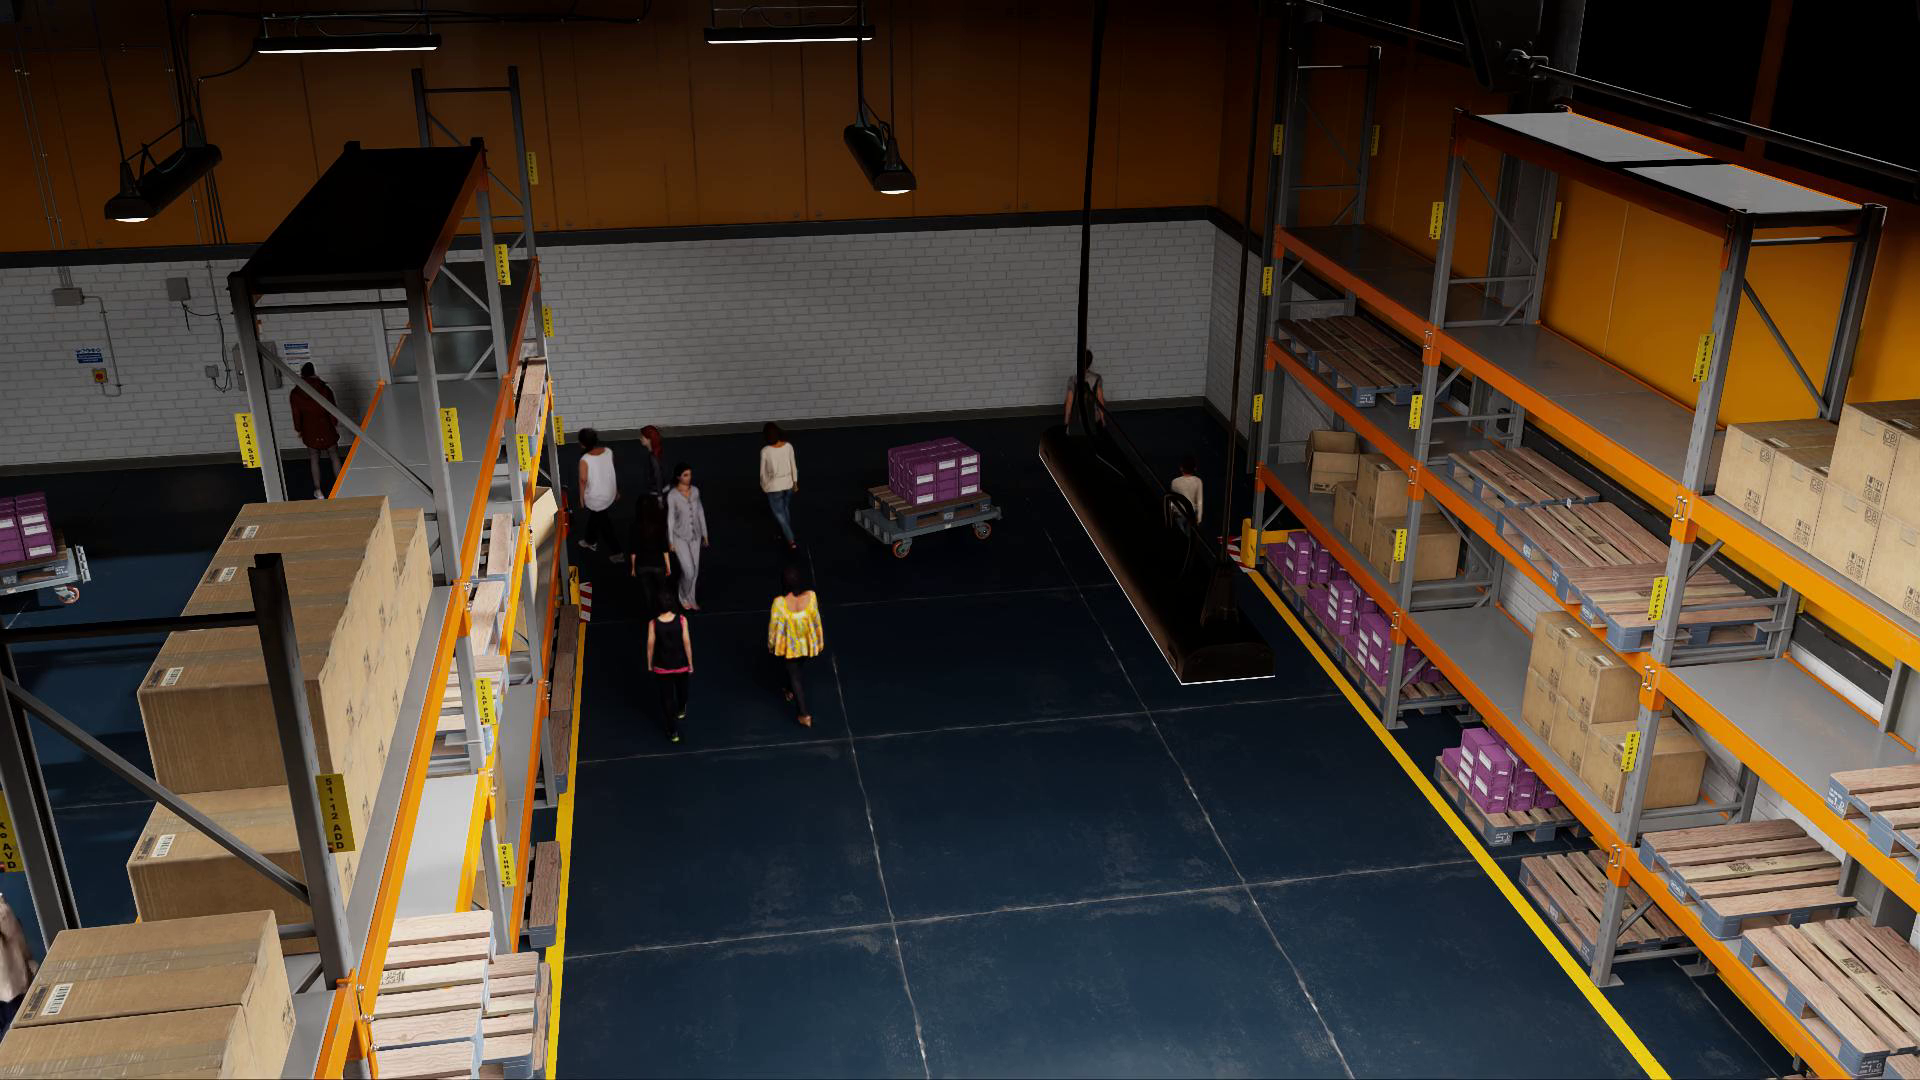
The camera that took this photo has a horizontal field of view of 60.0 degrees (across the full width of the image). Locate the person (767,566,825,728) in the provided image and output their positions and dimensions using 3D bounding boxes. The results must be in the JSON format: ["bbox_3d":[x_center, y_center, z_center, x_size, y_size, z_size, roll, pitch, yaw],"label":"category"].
[{"bbox_3d":[-1.584,1.071,16.227,0.918,1.613,1.121,-14,27,-29],"label":"person"}]

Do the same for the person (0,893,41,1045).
[{"bbox_3d":[-6.737,3.001,11.500,0.846,1.862,1.163,1,24,3],"label":"person"}]

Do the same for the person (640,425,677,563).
[{"bbox_3d":[-3.480,-0.524,19.687,0.697,1.762,0.542,-2,24,-5],"label":"person"}]

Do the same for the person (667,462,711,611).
[{"bbox_3d":[-3.115,-0.045,18.593,0.739,1.761,0.781,-21,31,-39],"label":"person"}]

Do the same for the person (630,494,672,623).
[{"bbox_3d":[-3.323,0.319,17.921,0.612,1.634,0.702,-7,25,-16],"label":"person"}]

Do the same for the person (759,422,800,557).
[{"bbox_3d":[-2.141,-0.581,19.974,0.870,1.638,1.081,-14,27,-28],"label":"person"}]

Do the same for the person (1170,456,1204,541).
[{"bbox_3d":[2.643,-0.241,19.455,0.566,1.431,0.976,-5,24,-11],"label":"person"}]

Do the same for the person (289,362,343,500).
[{"bbox_3d":[-8.348,-1.424,21.653,0.736,1.838,0.721,-7,25,-16],"label":"person"}]

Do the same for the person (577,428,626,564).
[{"bbox_3d":[-4.265,-0.492,19.763,1.171,1.643,1.132,15,28,31],"label":"person"}]

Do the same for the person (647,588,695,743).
[{"bbox_3d":[-2.771,1.218,15.996,0.634,1.527,0.915,-7,24,-15],"label":"person"}]

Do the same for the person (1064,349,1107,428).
[{"bbox_3d":[1.671,-1.594,21.977,0.741,1.889,0.688,0,24,-1],"label":"person"}]
